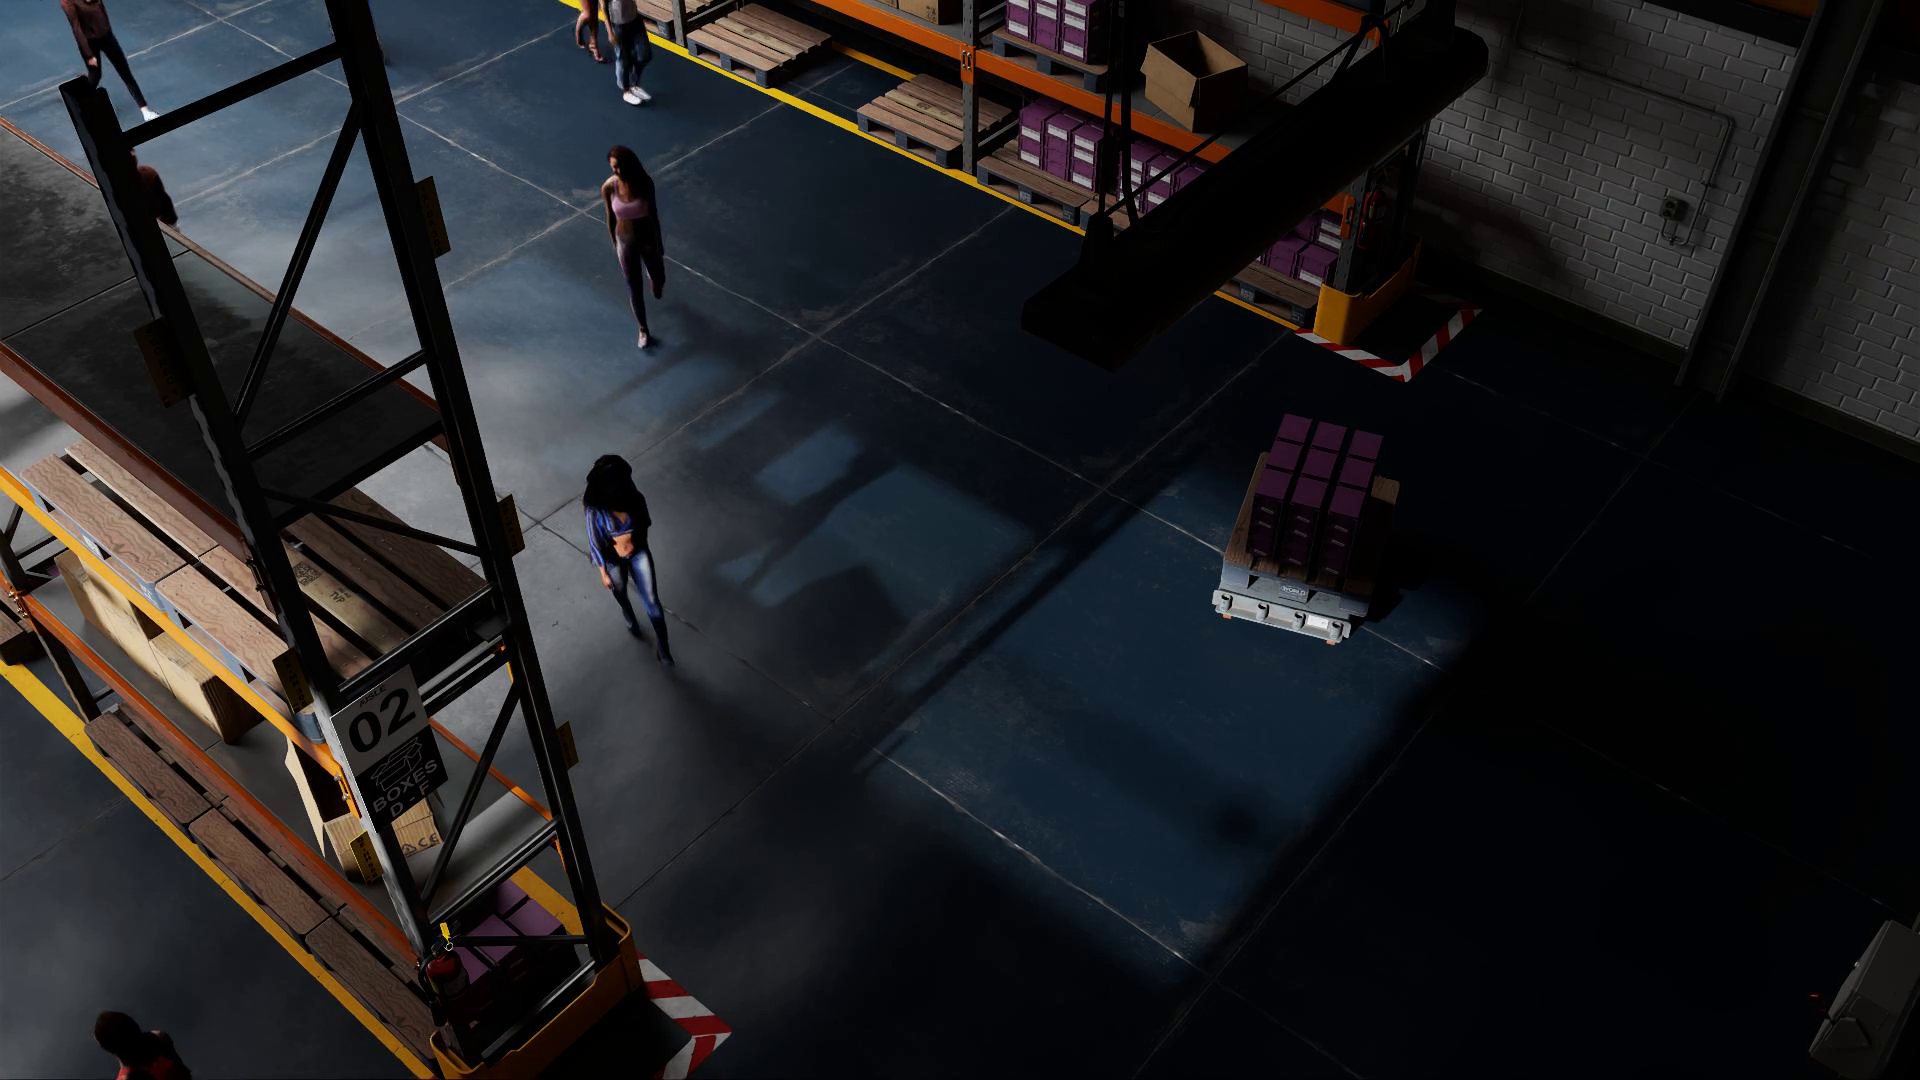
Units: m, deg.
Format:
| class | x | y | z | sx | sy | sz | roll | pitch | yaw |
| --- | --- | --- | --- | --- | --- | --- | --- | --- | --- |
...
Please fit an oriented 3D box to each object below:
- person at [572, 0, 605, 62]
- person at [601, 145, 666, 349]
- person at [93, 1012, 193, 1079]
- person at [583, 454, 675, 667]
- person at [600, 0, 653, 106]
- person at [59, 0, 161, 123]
| class | x | y | z | sx | sy | sz | roll | pitch | yaw |
| --- | --- | --- | --- | --- | --- | --- | --- | --- | --- |
| person | -3.908 | -5.748 | 16.967 | 0.671 | 1.794 | 0.651 | 29 | 51 | 27 |
| person | -2.624 | -2.454 | 13.540 | 0.929 | 1.750 | 1.051 | -8 | 44 | -8 |
| person | -3.732 | 2.815 | 8.018 | 0.806 | 1.739 | 0.729 | 7 | 44 | 7 |
| person | -2.259 | 0.063 | 11.019 | 0.861 | 1.584 | 1.064 | -18 | 47 | -18 |
| person | -3.372 | -5.085 | 16.330 | 0.636 | 1.711 | 0.645 | 27 | 50 | 25 |
| person | -8.394 | -4.798 | 16.068 | 1.184 | 1.658 | 0.818 | 18 | 46 | 18 |
